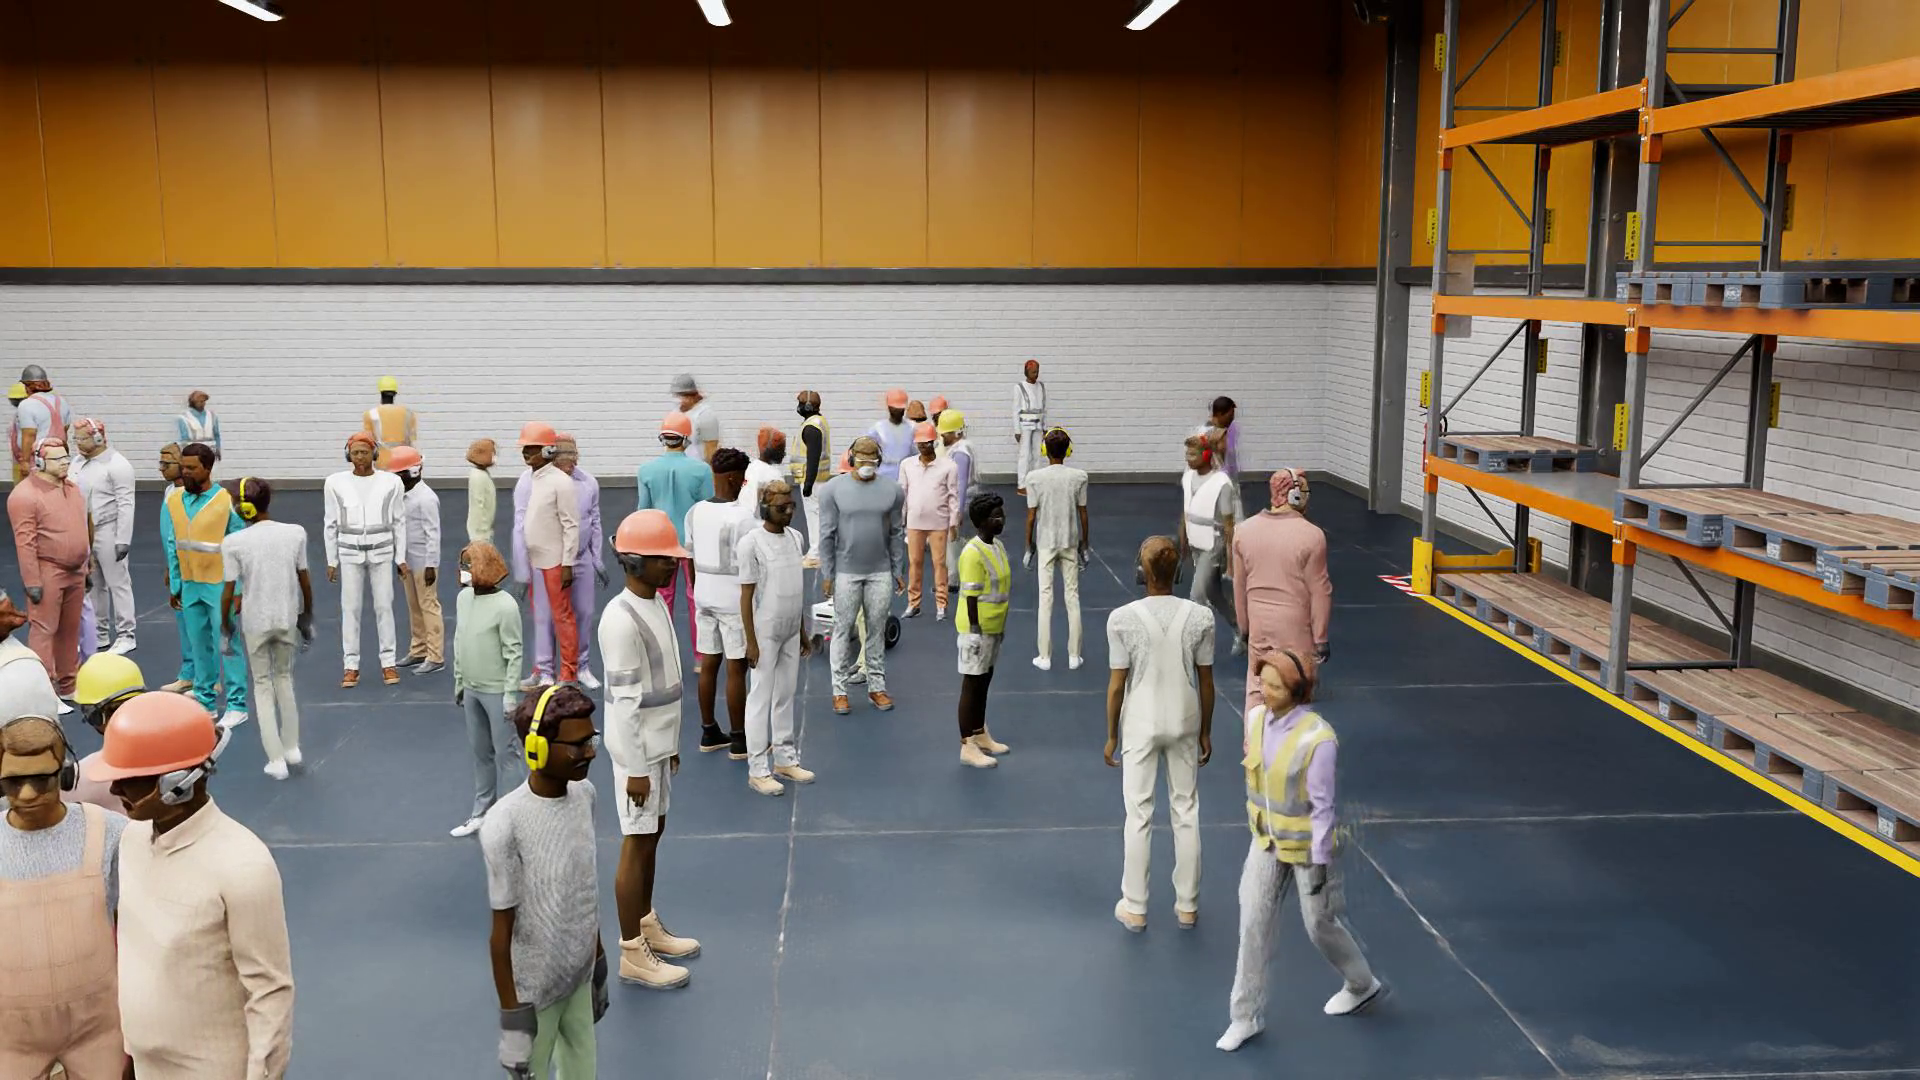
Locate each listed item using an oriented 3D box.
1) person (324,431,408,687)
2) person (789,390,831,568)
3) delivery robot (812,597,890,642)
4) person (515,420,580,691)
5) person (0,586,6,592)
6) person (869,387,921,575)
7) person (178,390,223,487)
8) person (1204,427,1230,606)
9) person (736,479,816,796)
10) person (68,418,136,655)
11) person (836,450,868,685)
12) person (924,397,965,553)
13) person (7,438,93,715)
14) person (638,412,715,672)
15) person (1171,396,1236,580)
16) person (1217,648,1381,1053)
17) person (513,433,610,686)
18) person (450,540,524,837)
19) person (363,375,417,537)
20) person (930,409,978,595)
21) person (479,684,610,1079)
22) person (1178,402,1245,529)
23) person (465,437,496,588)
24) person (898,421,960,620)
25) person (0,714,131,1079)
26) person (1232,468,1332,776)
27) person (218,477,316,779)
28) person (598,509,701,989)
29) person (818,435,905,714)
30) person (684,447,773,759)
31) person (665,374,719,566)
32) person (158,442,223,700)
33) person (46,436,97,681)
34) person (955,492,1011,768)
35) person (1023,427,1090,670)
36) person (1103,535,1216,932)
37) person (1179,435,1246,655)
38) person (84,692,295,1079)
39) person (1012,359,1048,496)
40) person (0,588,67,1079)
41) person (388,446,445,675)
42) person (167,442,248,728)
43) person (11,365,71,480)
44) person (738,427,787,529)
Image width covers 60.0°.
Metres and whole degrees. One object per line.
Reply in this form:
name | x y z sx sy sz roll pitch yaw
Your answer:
person | -4.376 0.141 12.267 0.573 1.883 0.354 -3 10 -19
person | -1.554 -0.631 17.247 0.429 1.844 0.627 0 9 -1
delivery robot | -0.875 0.583 13.354 0.477 0.478 0.707 6 11 31
person | -2.982 0.135 11.942 0.616 1.995 0.389 8 12 42
person | -9.211 -0.359 15.562 0.404 1.833 0.590 -3 10 -21
person | -0.675 -0.620 16.956 0.557 1.917 0.662 -3 9 -17
person | -9.362 -1.046 20.545 0.348 1.618 0.513 8 12 42
person | 2.324 -0.220 15.297 0.308 1.640 0.510 3 9 17
person | -1.076 0.558 9.766 0.345 1.846 0.506 6 11 35
person | -6.870 -0.025 13.261 0.642 1.902 0.410 4 10 23
person | -0.751 0.194 12.344 0.325 1.750 0.563 -1 9 -3
person | -0.214 -0.724 18.273 0.574 1.697 0.906 3 9 16
person | -6.268 0.239 11.578 0.401 1.910 0.641 1 9 8
person | -2.135 0.021 12.665 0.611 1.996 0.378 1 9 5
person | 2.413 -0.493 16.382 0.970 1.860 0.677 -2 9 -13
person | 1.355 1.185 6.581 0.757 1.602 0.516 -6 11 -35
person | -2.909 0.177 12.040 0.740 1.902 0.442 -6 11 -33
person | -2.521 0.809 8.855 0.497 1.633 0.283 7 11 36
person | -6.328 -0.876 18.546 0.593 1.915 0.593 -7 12 -39
person | 0.019 -0.351 15.642 0.546 1.786 0.630 0 9 -2
person | -1.192 1.331 4.885 0.319 1.860 0.521 4 10 24
person | 2.926 -0.782 18.964 0.519 1.594 0.870 -8 12 -42
person | -4.141 -0.083 14.476 0.286 1.629 0.504 -1 9 -9
person | -0.290 -0.167 14.610 0.573 1.749 0.327 2 9 14
person | -2.530 1.375 4.642 0.517 1.842 0.327 -5 10 -29
person | 1.919 0.525 9.794 0.636 1.906 0.405 9 13 44
person | -4.226 0.515 10.069 0.531 1.841 0.614 -8 12 -41
person | -1.325 0.879 7.136 0.375 2.042 0.608 0 9 1
person | -0.673 0.233 11.532 0.627 1.934 0.371 -3 10 -20
person | -1.462 0.391 10.460 0.607 1.958 0.394 8 12 42
person | -2.790 -0.720 17.178 0.698 2.000 0.540 9 13 44
person | -5.532 0.219 11.899 0.506 1.846 0.345 6 11 35
person | -6.703 0.137 12.456 0.359 1.834 0.524 2 9 15
person | 0.148 0.544 10.319 0.322 1.697 0.535 3 10 20
person | 0.744 0.067 12.770 0.518 1.874 0.327 -1 9 -3
person | 0.916 0.892 7.670 0.504 1.846 0.344 -1 9 -4
person | 1.983 0.070 13.027 0.935 1.804 0.610 -4 10 -22
person | -1.972 1.357 4.293 0.622 1.989 0.381 6 11 32
person | 0.969 -1.538 22.834 0.584 1.878 0.365 -8 12 -41
person | -3.554 1.055 6.033 0.673 2.000 0.535 9 13 44
person | -4.154 0.149 12.655 0.347 1.741 0.564 -8 12 -40
person | -5.031 0.301 11.142 0.597 1.921 0.379 3 9 17
person | -10.286 -0.941 18.565 0.538 2.000 0.689 1 9 9
person | -1.586 0.044 13.014 0.350 1.870 0.713 -7 12 -38
